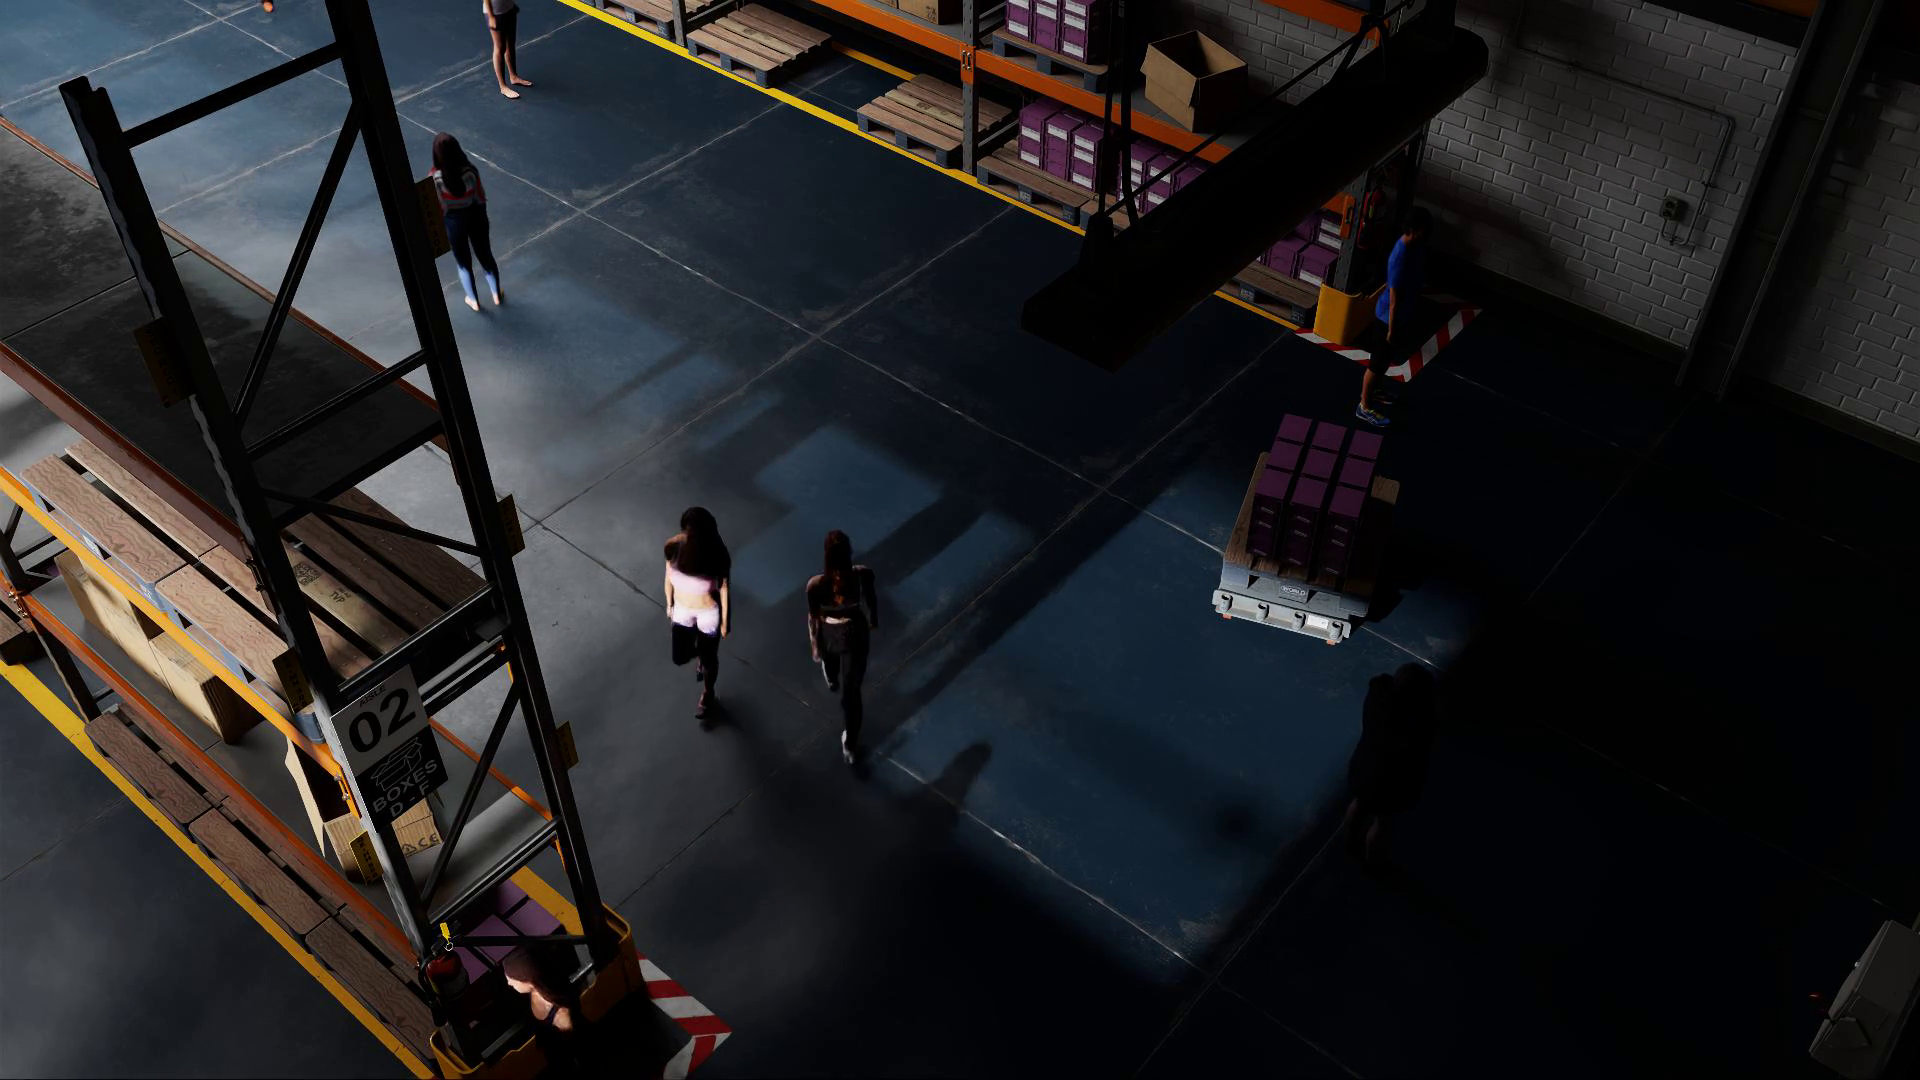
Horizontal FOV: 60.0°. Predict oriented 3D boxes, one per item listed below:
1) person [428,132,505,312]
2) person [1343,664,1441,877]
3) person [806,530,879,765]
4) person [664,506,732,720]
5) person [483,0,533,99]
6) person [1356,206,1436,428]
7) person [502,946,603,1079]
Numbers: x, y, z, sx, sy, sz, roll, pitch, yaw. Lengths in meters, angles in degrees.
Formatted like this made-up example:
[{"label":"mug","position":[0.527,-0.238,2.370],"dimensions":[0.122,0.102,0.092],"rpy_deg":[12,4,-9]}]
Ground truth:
[{"label":"person","position":[-4.127,-2.651,13.849],"dimensions":[0.662,1.611,0.641],"rpy_deg":[-18,47,-18]},{"label":"person","position":[2.475,1.327,9.627],"dimensions":[0.829,1.674,0.717],"rpy_deg":[-17,46,-17]},{"label":"person","position":[-0.699,0.700,10.266],"dimensions":[1.036,1.701,1.165],"rpy_deg":[-8,44,-8]},{"label":"person","position":[-1.622,0.401,10.544],"dimensions":[0.804,1.750,0.854],"rpy_deg":[9,44,10]},{"label":"person","position":[-4.581,-5.268,16.513],"dimensions":[0.649,1.725,0.664],"rpy_deg":[15,46,15]},{"label":"person","position":[3.314,-1.736,12.702],"dimensions":[0.642,1.868,0.671],"rpy_deg":[17,46,17]},{"label":"person","position":[-1.897,2.536,8.364],"dimensions":[0.760,1.665,0.639],"rpy_deg":[-32,52,-29]}]
